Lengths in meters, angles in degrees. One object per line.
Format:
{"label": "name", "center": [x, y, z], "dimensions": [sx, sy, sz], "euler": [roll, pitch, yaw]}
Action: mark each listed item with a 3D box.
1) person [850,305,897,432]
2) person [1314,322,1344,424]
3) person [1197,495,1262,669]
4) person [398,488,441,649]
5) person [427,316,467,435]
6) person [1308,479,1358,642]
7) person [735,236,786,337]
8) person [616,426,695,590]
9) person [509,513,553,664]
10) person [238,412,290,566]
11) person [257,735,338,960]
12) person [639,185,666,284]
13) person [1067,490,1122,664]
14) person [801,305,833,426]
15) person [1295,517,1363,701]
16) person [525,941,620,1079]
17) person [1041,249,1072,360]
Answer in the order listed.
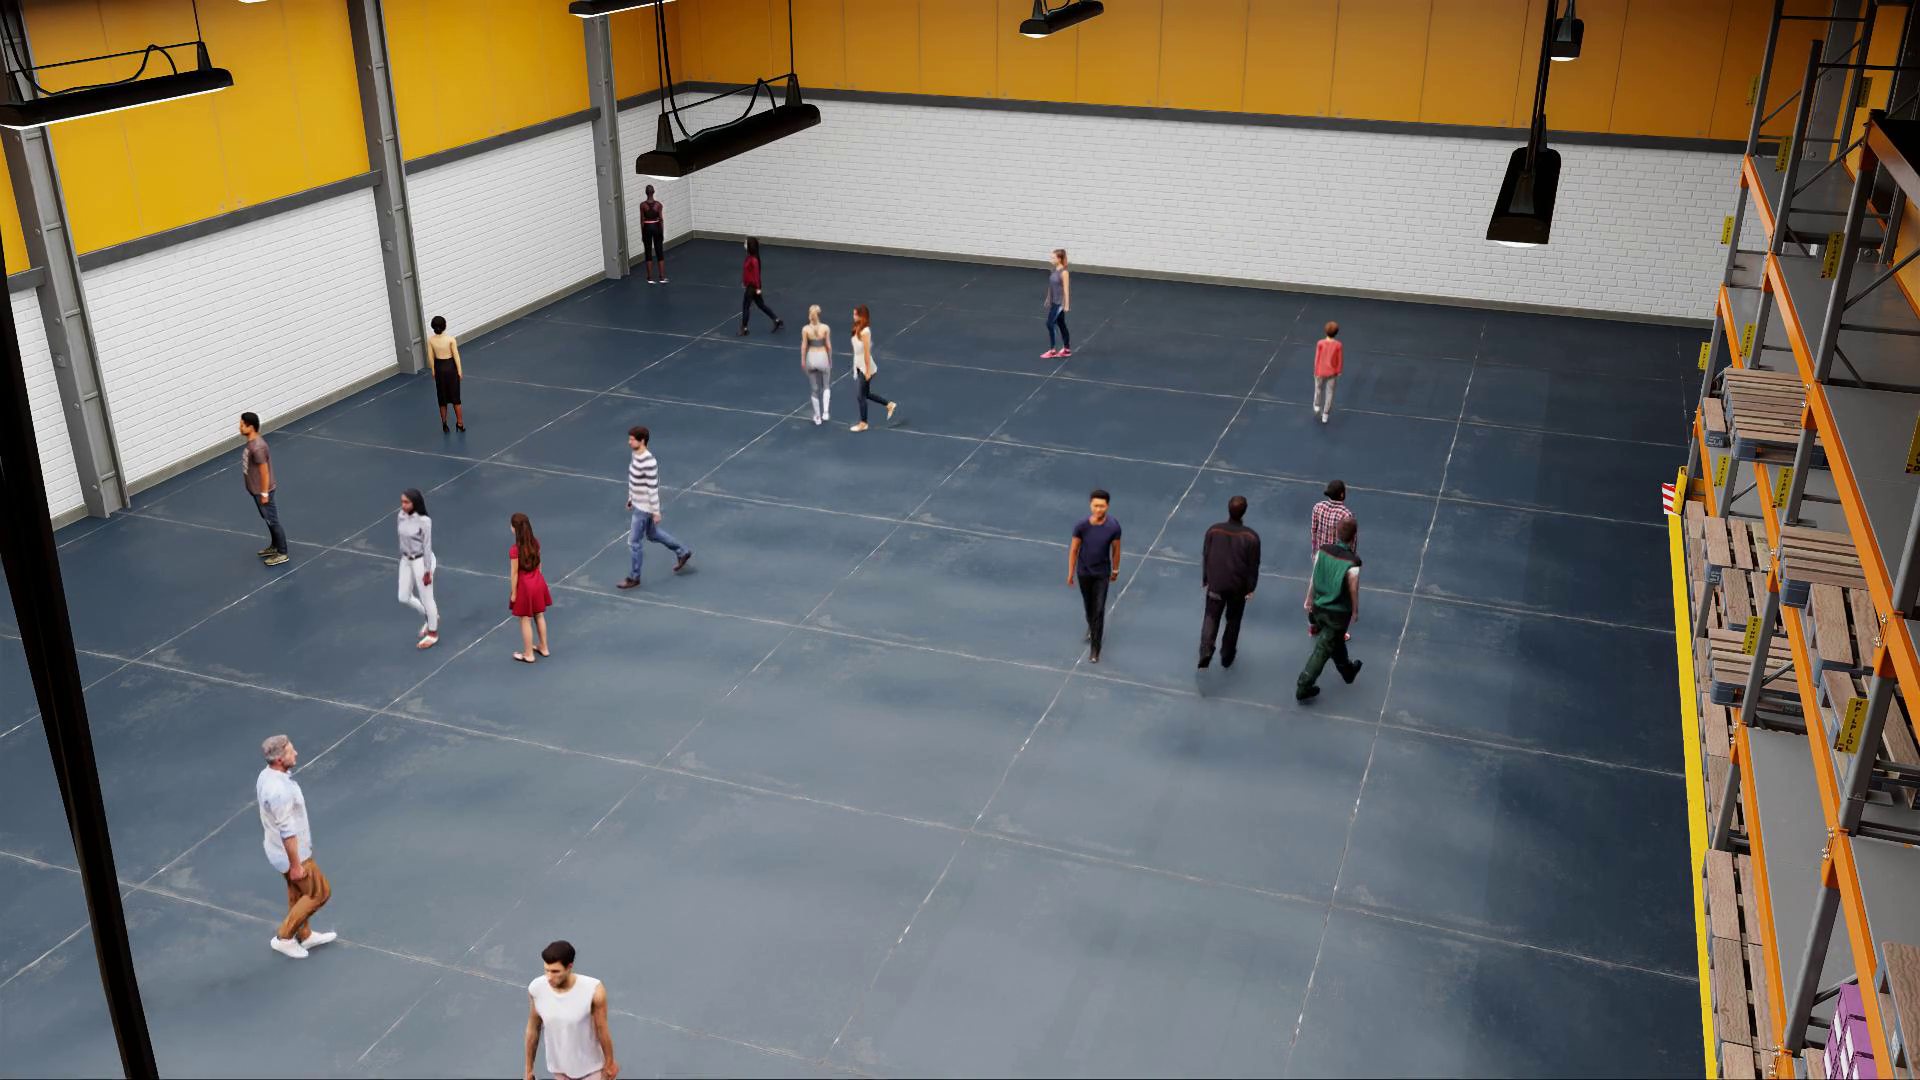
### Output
{"label": "person", "center": [-1.209, -2.337, 22.680], "dimensions": [1.003, 1.762, 0.966], "euler": [-9, 25, -20]}
{"label": "person", "center": [5.100, -2.313, 23.089], "dimensions": [0.586, 1.389, 0.889], "euler": [5, 24, 11]}
{"label": "person", "center": [2.592, 0.468, 16.187], "dimensions": [0.724, 1.822, 0.901], "euler": [8, 25, 17]}
{"label": "person", "center": [-5.416, 0.246, 16.830], "dimensions": [0.660, 1.716, 0.704], "euler": [14, 27, 29]}
{"label": "person", "center": [-6.990, -2.253, 22.623], "dimensions": [0.636, 1.653, 0.640], "euler": [0, 24, -1]}
{"label": "person", "center": [3.779, 0.197, 16.887], "dimensions": [0.791, 1.760, 0.790], "euler": [-20, 30, -38]}
{"label": "person", "center": [-3.249, -4.093, 26.876], "dimensions": [1.038, 1.620, 1.070], "euler": [-6, 24, -14]}
{"label": "person", "center": [-3.350, -0.385, 18.151], "dimensions": [1.209, 1.814, 1.154], "euler": [-10, 26, -22]}
{"label": "person", "center": [-4.290, 0.463, 16.538], "dimensions": [0.666, 1.551, 0.596], "euler": [14, 27, 29]}
{"label": "person", "center": [-7.824, -0.597, 18.680], "dimensions": [0.744, 1.778, 0.714], "euler": [-14, 27, -30]}
{"label": "person", "center": [-4.942, 2.264, 12.085], "dimensions": [0.905, 1.818, 0.854], "euler": [-13, 27, -27]}
{"label": "person", "center": [-5.550, -5.525, 29.980], "dimensions": [0.665, 1.756, 0.708], "euler": [-7, 25, -16]}
{"label": "person", "center": [1.349, 0.286, 16.699], "dimensions": [0.731, 1.746, 1.157], "euler": [5, 24, 12]}
{"label": "person", "center": [-1.963, -2.385, 22.878], "dimensions": [0.671, 1.692, 0.688], "euler": [-3, 24, -6]}
{"label": "person", "center": [3.462, 0.706, 15.697], "dimensions": [1.202, 1.779, 1.063], "euler": [-16, 28, -33]}
{"label": "person", "center": [-2.298, 3.132, 10.178], "dimensions": [0.702, 1.755, 0.975], "euler": [7, 25, 15]}
{"label": "person", "center": [1.612, -3.658, 25.773], "dimensions": [0.872, 1.705, 0.823], "euler": [-9, 25, -19]}
